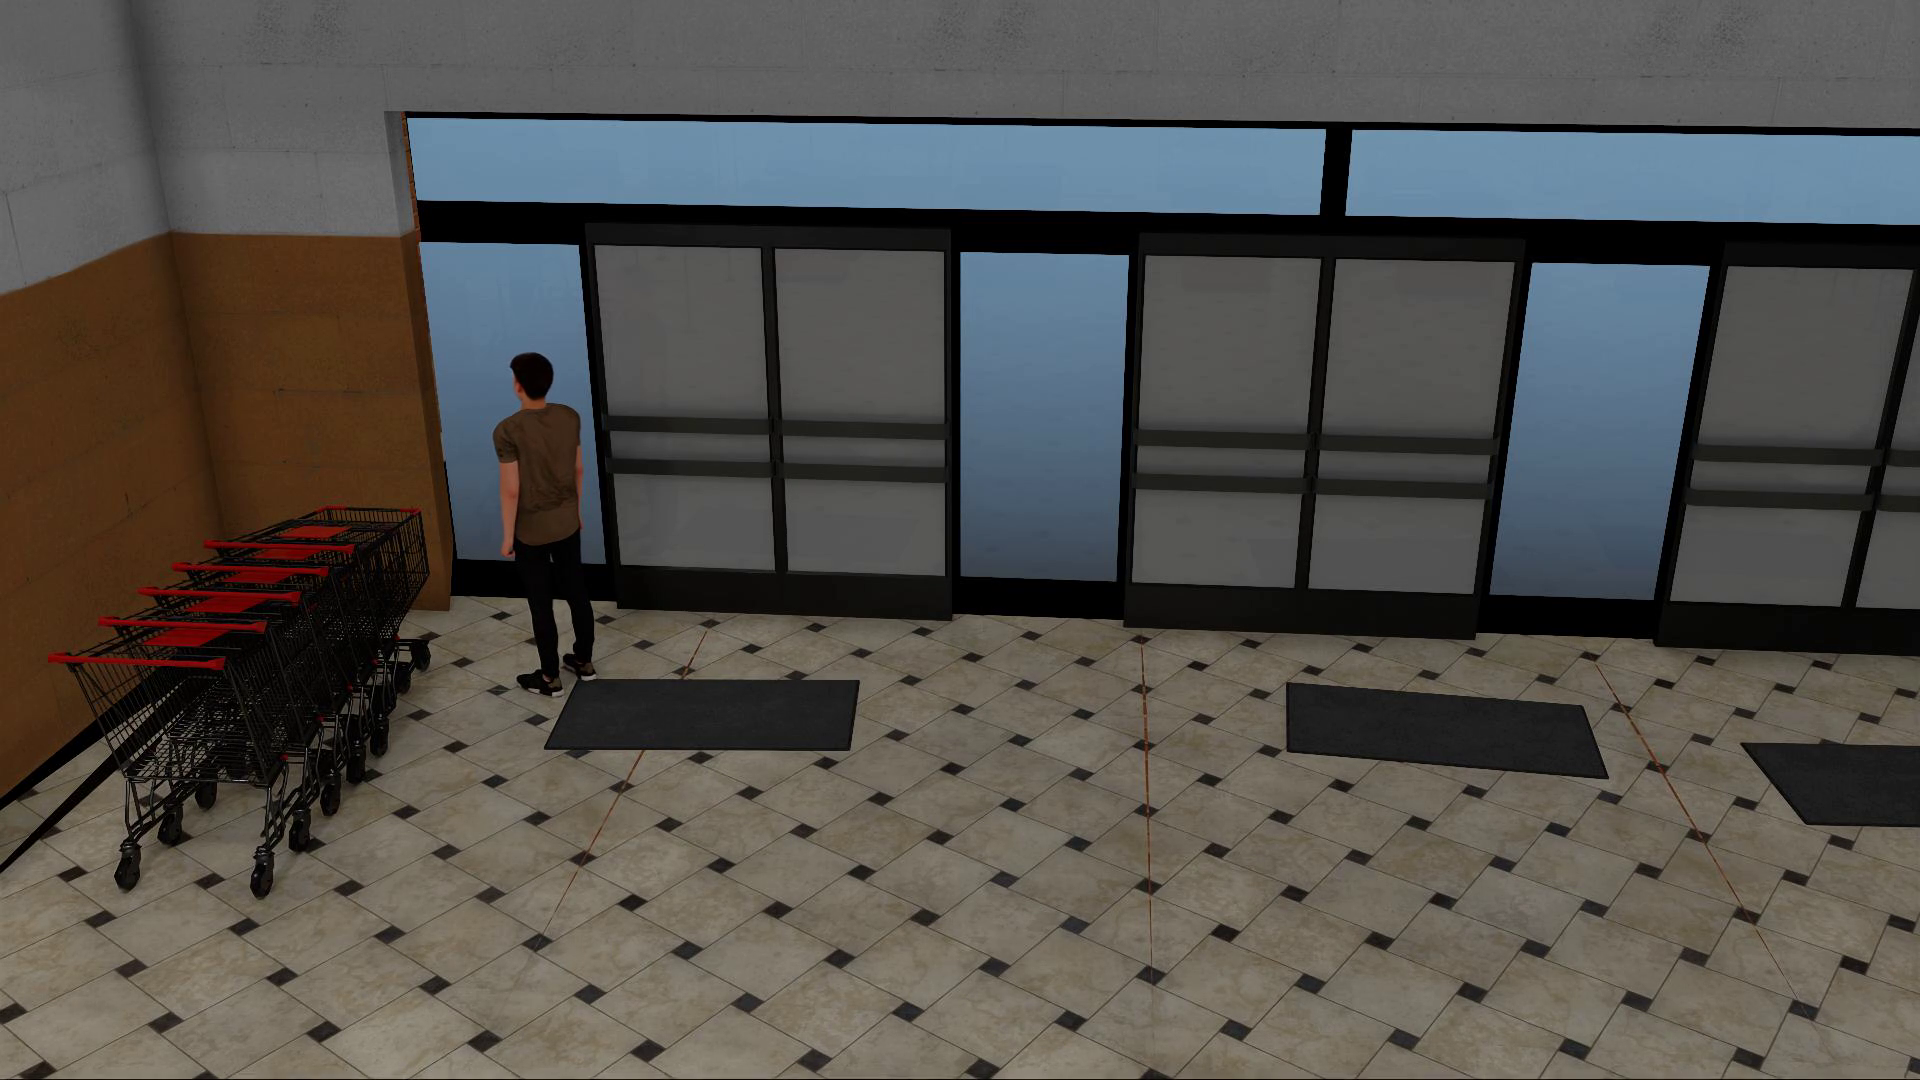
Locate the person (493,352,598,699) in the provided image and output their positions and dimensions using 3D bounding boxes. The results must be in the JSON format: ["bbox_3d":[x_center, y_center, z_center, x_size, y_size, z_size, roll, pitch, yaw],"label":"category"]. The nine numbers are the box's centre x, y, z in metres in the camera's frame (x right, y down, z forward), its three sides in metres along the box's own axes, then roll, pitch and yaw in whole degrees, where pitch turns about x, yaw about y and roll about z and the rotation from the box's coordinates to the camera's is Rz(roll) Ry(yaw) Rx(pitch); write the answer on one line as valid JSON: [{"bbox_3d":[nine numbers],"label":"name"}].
[{"bbox_3d":[-2.149,-0.084,8.642,0.811,1.850,0.712,18,28,37],"label":"person"}]
